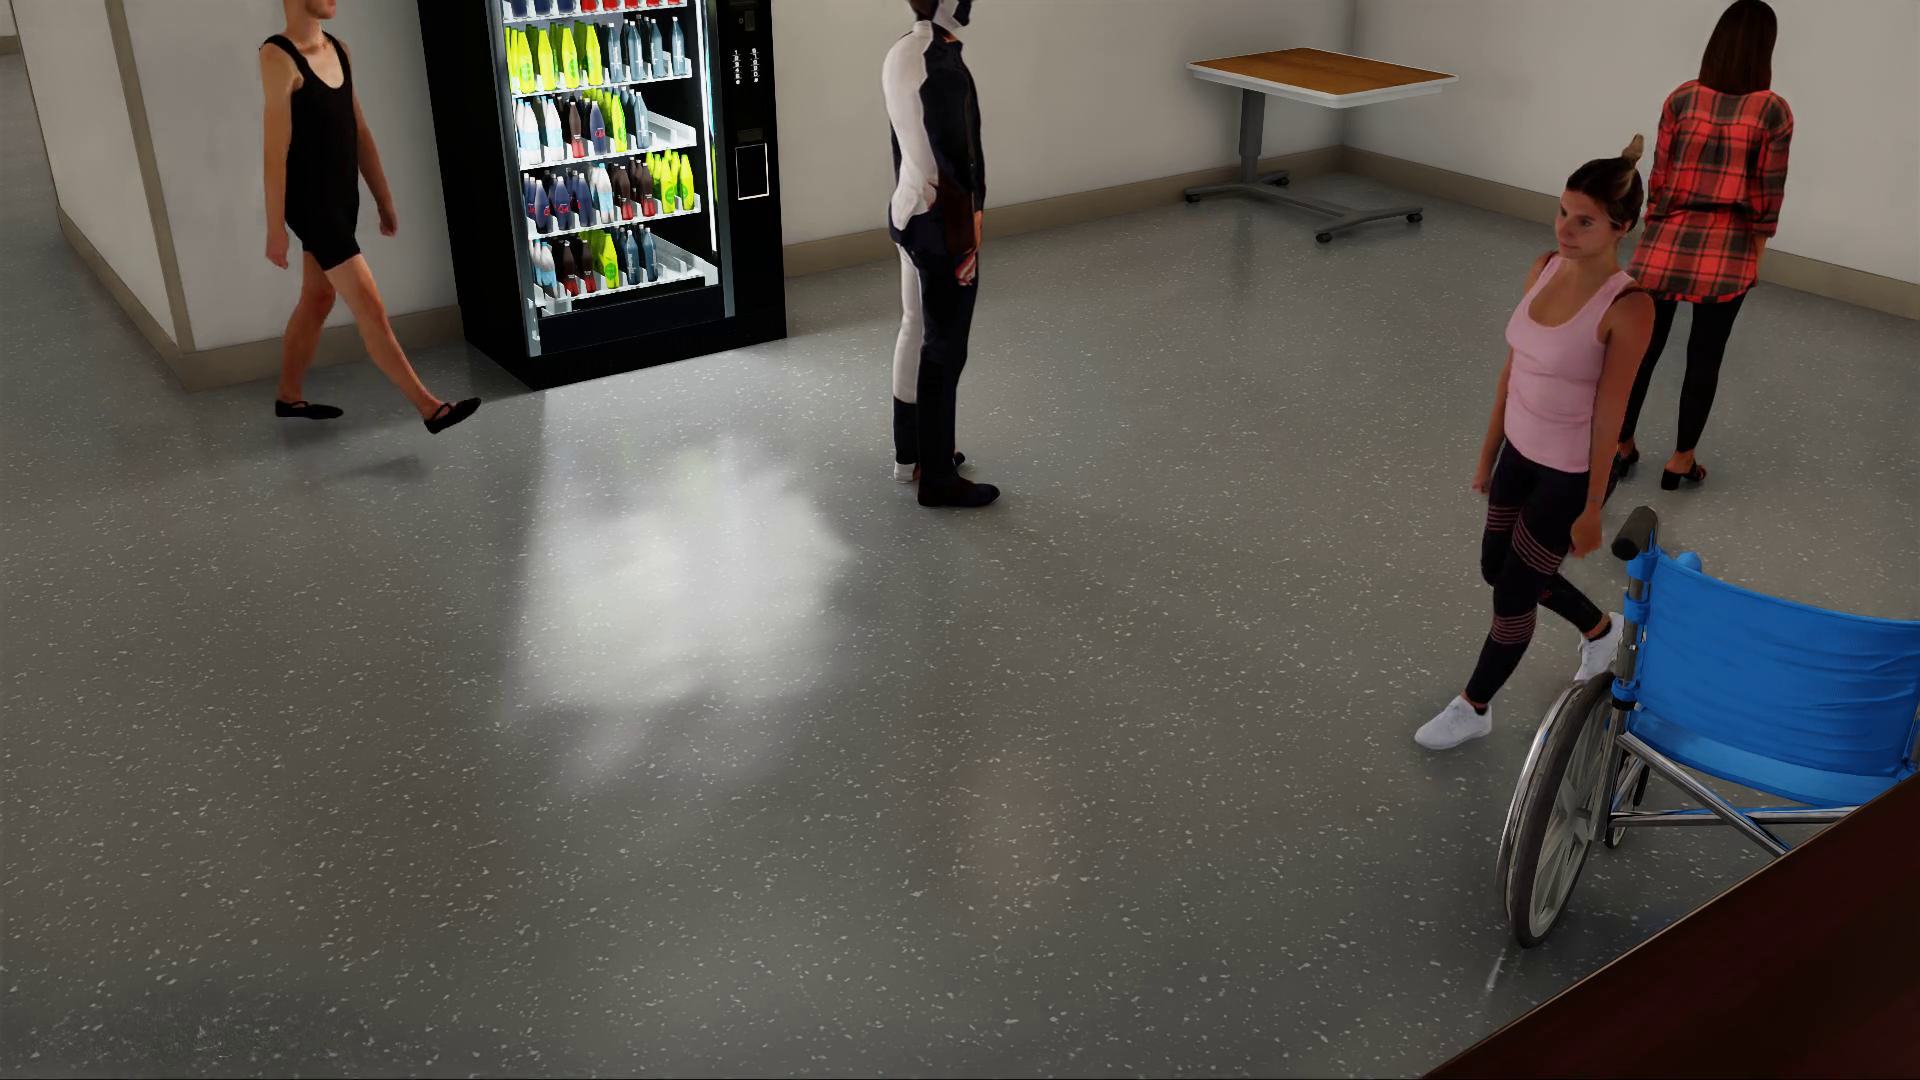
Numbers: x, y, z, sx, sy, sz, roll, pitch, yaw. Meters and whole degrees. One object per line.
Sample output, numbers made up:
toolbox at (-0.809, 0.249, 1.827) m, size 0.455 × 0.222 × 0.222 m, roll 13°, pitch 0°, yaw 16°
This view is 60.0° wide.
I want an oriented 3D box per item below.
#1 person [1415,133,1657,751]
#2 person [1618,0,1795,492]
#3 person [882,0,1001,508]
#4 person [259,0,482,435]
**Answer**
person at (1.560, -0.195, 4.201) m, size 0.991 × 1.637 × 0.765 m, roll -7°, pitch 27°, yaw -15°
person at (2.577, -1.009, 5.815) m, size 0.677 × 1.702 × 0.641 m, roll 19°, pitch 32°, yaw 34°
person at (-0.084, -1.052, 5.686) m, size 0.685 × 1.891 × 0.755 m, roll -9°, pitch 27°, yaw -18°
person at (-2.444, -1.219, 6.184) m, size 1.229 × 1.760 × 1.136 m, roll 3°, pitch 26°, yaw 7°
